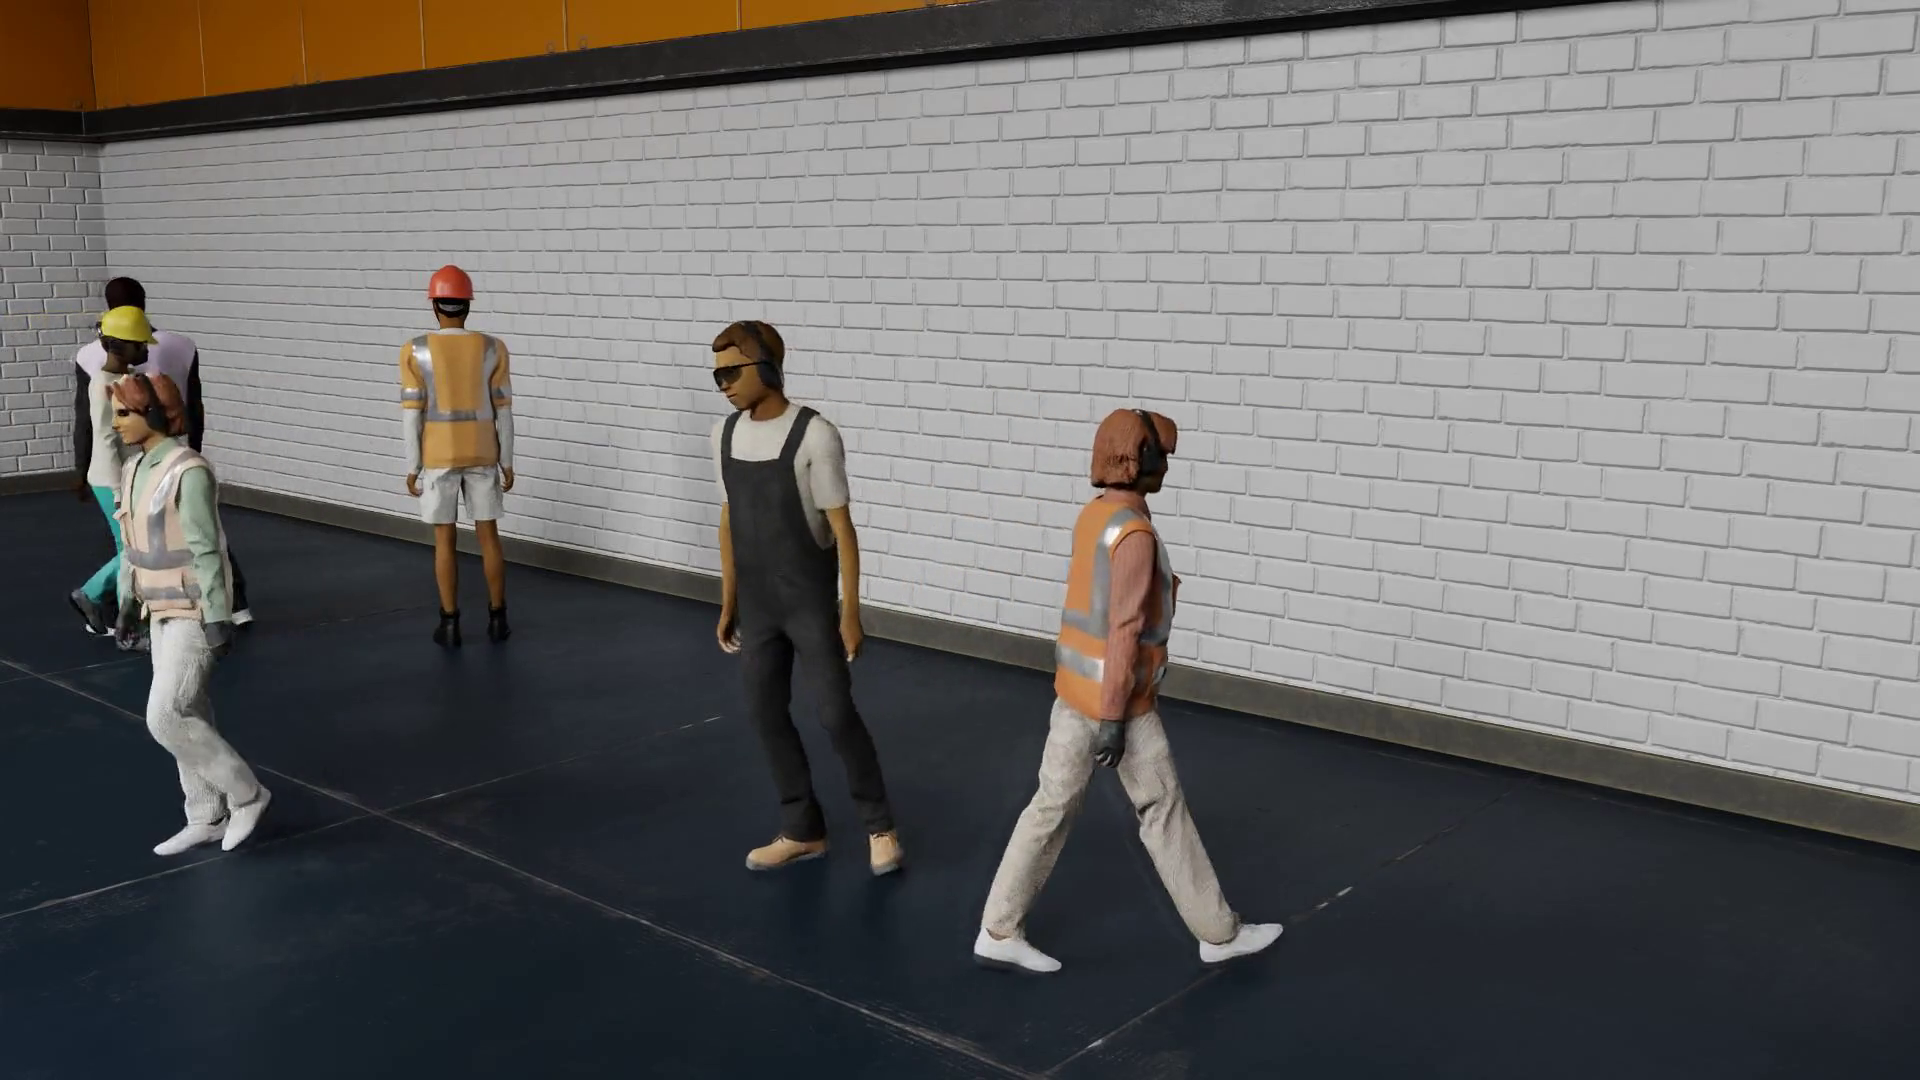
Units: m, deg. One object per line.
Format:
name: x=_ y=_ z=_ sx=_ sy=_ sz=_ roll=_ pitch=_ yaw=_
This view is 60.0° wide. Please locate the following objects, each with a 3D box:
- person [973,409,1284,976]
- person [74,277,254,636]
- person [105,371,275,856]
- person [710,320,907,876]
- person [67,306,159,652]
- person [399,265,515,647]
person: x=0.439 y=0.431 z=4.608 sx=0.894 sy=1.583 sz=0.533 roll=-2 pitch=10 yaw=-11
person: x=-4.233 y=-0.426 z=8.724 sx=0.783 sy=1.873 sz=0.545 roll=-7 pitch=12 yaw=-34
person: x=-2.581 y=0.260 z=5.478 sx=0.527 sy=1.625 sz=0.364 roll=9 pitch=14 yaw=43
person: x=-0.516 y=0.196 z=5.357 sx=0.595 sy=1.808 sz=0.500 roll=6 pitch=12 yaw=32
person: x=-4.171 y=-0.284 z=8.240 sx=0.526 sy=1.737 sz=0.552 roll=-2 pitch=10 yaw=-10
person: x=-2.562 y=-0.427 z=8.506 sx=0.551 sy=1.935 sz=0.372 roll=-5 pitch=11 yaw=-25
